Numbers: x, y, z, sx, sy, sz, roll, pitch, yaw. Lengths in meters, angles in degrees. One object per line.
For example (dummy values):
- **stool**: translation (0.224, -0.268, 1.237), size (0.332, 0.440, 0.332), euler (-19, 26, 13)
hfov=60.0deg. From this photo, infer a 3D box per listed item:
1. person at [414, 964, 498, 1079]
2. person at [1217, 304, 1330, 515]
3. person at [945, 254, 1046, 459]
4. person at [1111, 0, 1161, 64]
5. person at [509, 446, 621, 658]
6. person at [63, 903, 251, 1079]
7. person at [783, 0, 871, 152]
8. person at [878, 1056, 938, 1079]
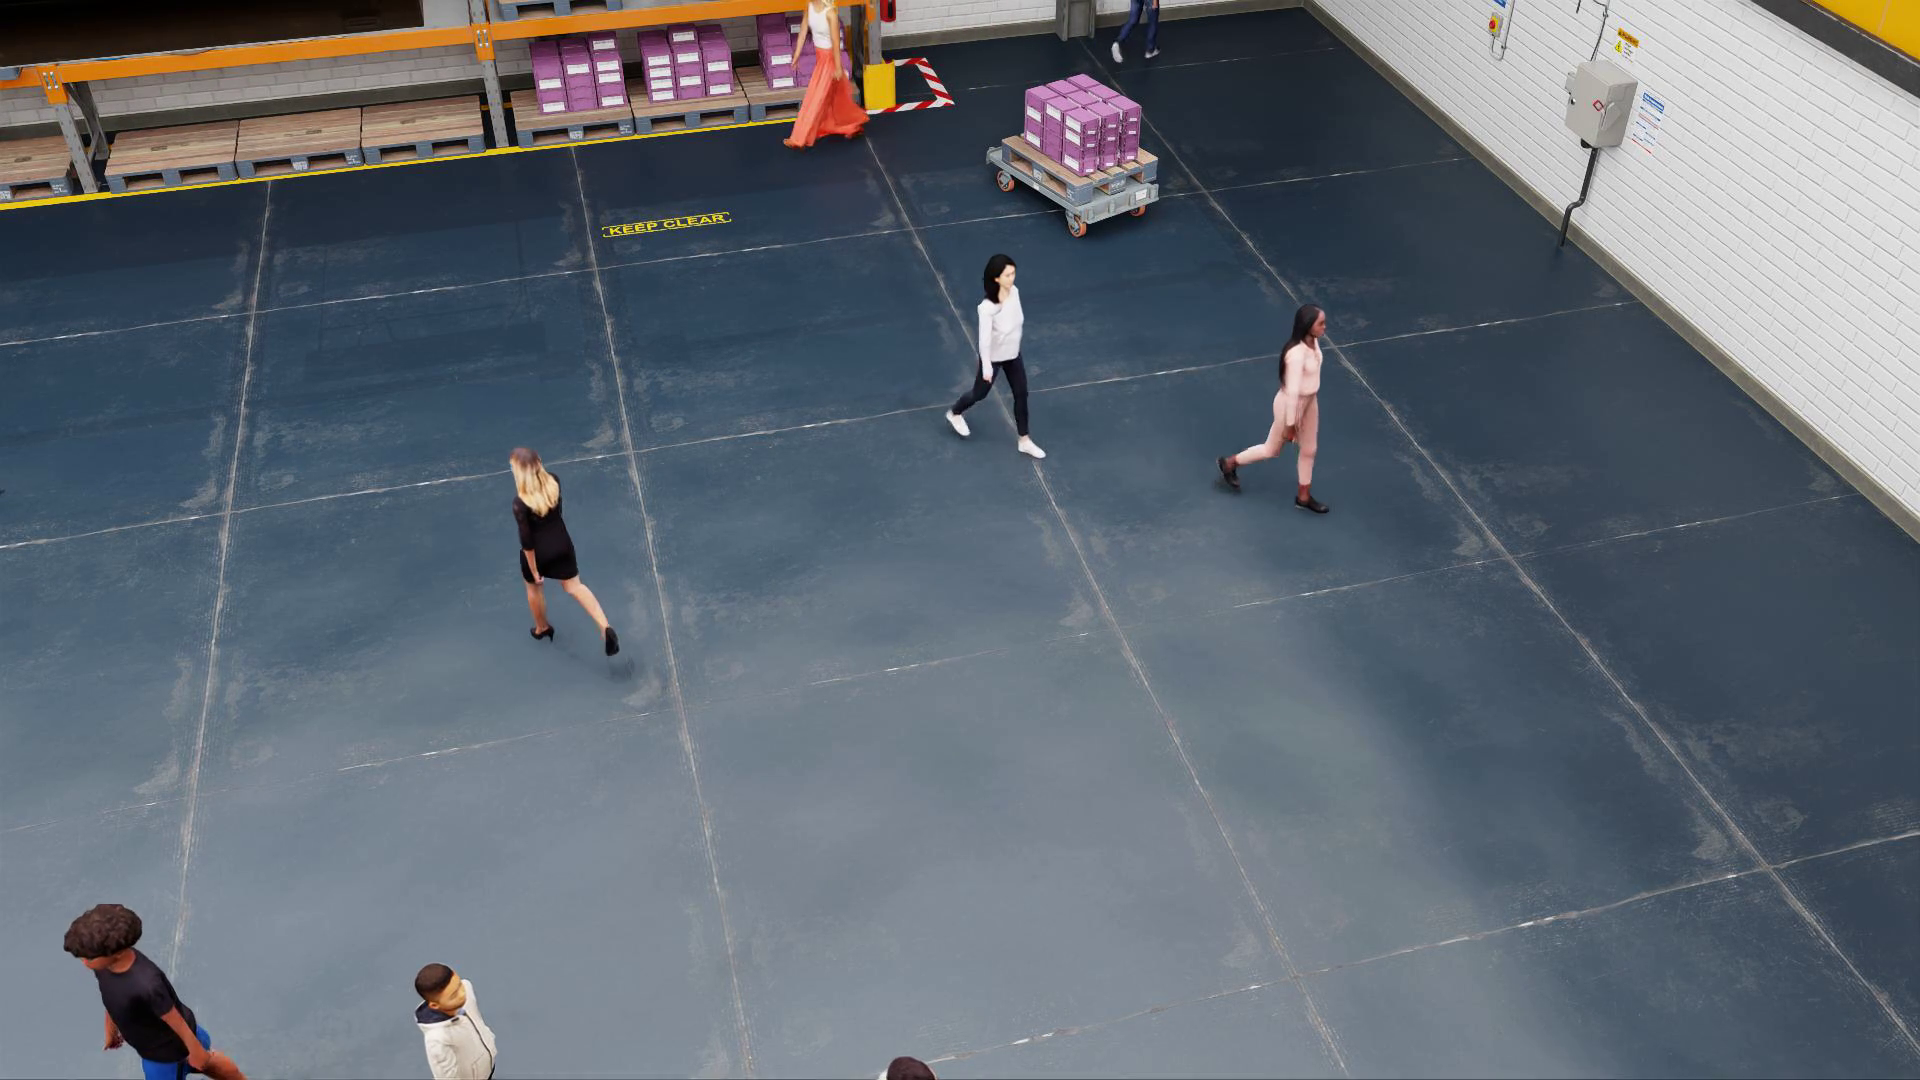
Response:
- **person**: translation (-2.358, 2.503, 7.893), size (0.612, 1.455, 0.634), euler (1, 39, 2)
- **person**: translation (2.325, -0.955, 12.029), size (1.174, 1.697, 1.098), euler (19, 42, 22)
- **person**: translation (0.219, -1.417, 12.633), size (1.129, 1.664, 1.135), euler (25, 45, 28)
- **person**: translation (2.011, -6.065, 18.558), size (0.864, 1.535, 1.046), euler (29, 47, 32)
- **person**: translation (-2.585, 0.118, 10.726), size (0.993, 1.647, 0.987), euler (24, 45, 27)
- **person**: translation (-3.711, 2.297, 7.911), size (1.035, 1.754, 1.182), euler (27, 46, 29)
- **person**: translation (-1.267, -4.842, 16.862), size (1.353, 1.740, 0.930), euler (-25, 45, -28)
- **person**: translation (-0.226, 2.821, 7.183), size (0.810, 1.845, 0.782), euler (1, 39, 1)
